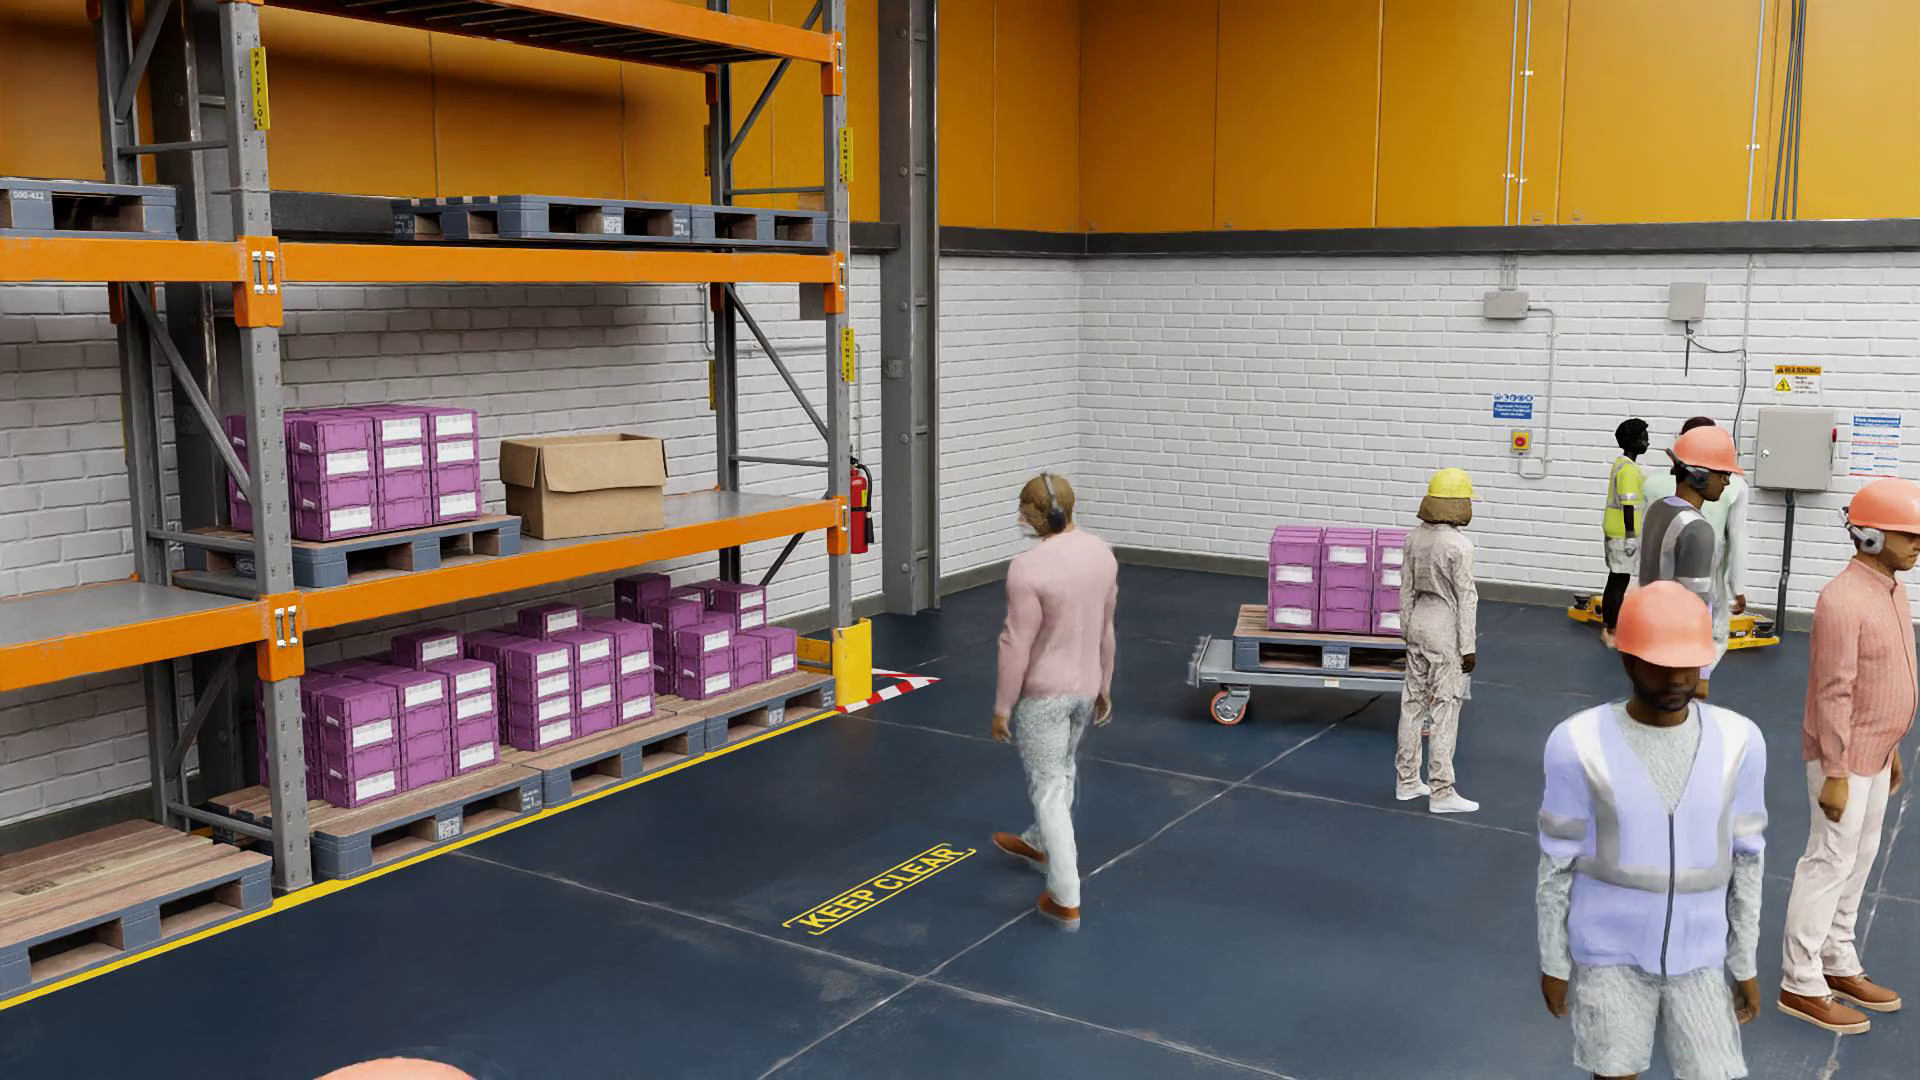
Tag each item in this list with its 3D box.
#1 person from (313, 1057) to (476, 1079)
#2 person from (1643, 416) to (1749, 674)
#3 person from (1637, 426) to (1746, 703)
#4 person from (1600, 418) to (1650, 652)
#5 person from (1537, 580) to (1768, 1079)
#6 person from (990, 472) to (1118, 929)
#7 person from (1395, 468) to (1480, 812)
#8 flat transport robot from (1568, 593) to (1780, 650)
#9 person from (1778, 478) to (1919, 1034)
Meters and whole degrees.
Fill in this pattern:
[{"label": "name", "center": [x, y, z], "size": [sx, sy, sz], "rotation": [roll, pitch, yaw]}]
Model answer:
[{"label": "person", "center": [-0.433, 1.417, 1.617], "size": [0.553, 2.008, 0.619], "rotation": [-6, 10, -33]}, {"label": "person", "center": [4.243, 0.230, 9.677], "size": [0.494, 1.901, 0.611], "rotation": [-9, 12, -44]}, {"label": "person", "center": [3.291, 0.492, 7.574], "size": [0.409, 2.029, 0.612], "rotation": [0, 9, 3]}, {"label": "person", "center": [4.840, -0.039, 12.087], "size": [0.316, 1.696, 0.540], "rotation": [2, 9, 15]}, {"label": "person", "center": [1.774, 1.041, 4.319], "size": [0.559, 1.927, 0.524], "rotation": [1, 9, 6]}, {"label": "person", "center": [0.323, 0.638, 7.102], "size": [0.780, 1.879, 0.669], "rotation": [8, 12, 42]}, {"label": "person", "center": [2.441, 0.500, 8.433], "size": [0.309, 1.741, 0.494], "rotation": [-4, 10, -25]}, {"label": "flat transport robot", "center": [5.376, 0.592, 12.595], "size": [0.652, 0.197, 1.431], "rotation": [-4, 10, -23]}, {"label": "person", "center": [3.224, 0.764, 5.953], "size": [0.398, 1.987, 0.610], "rotation": [8, 12, 43]}]
